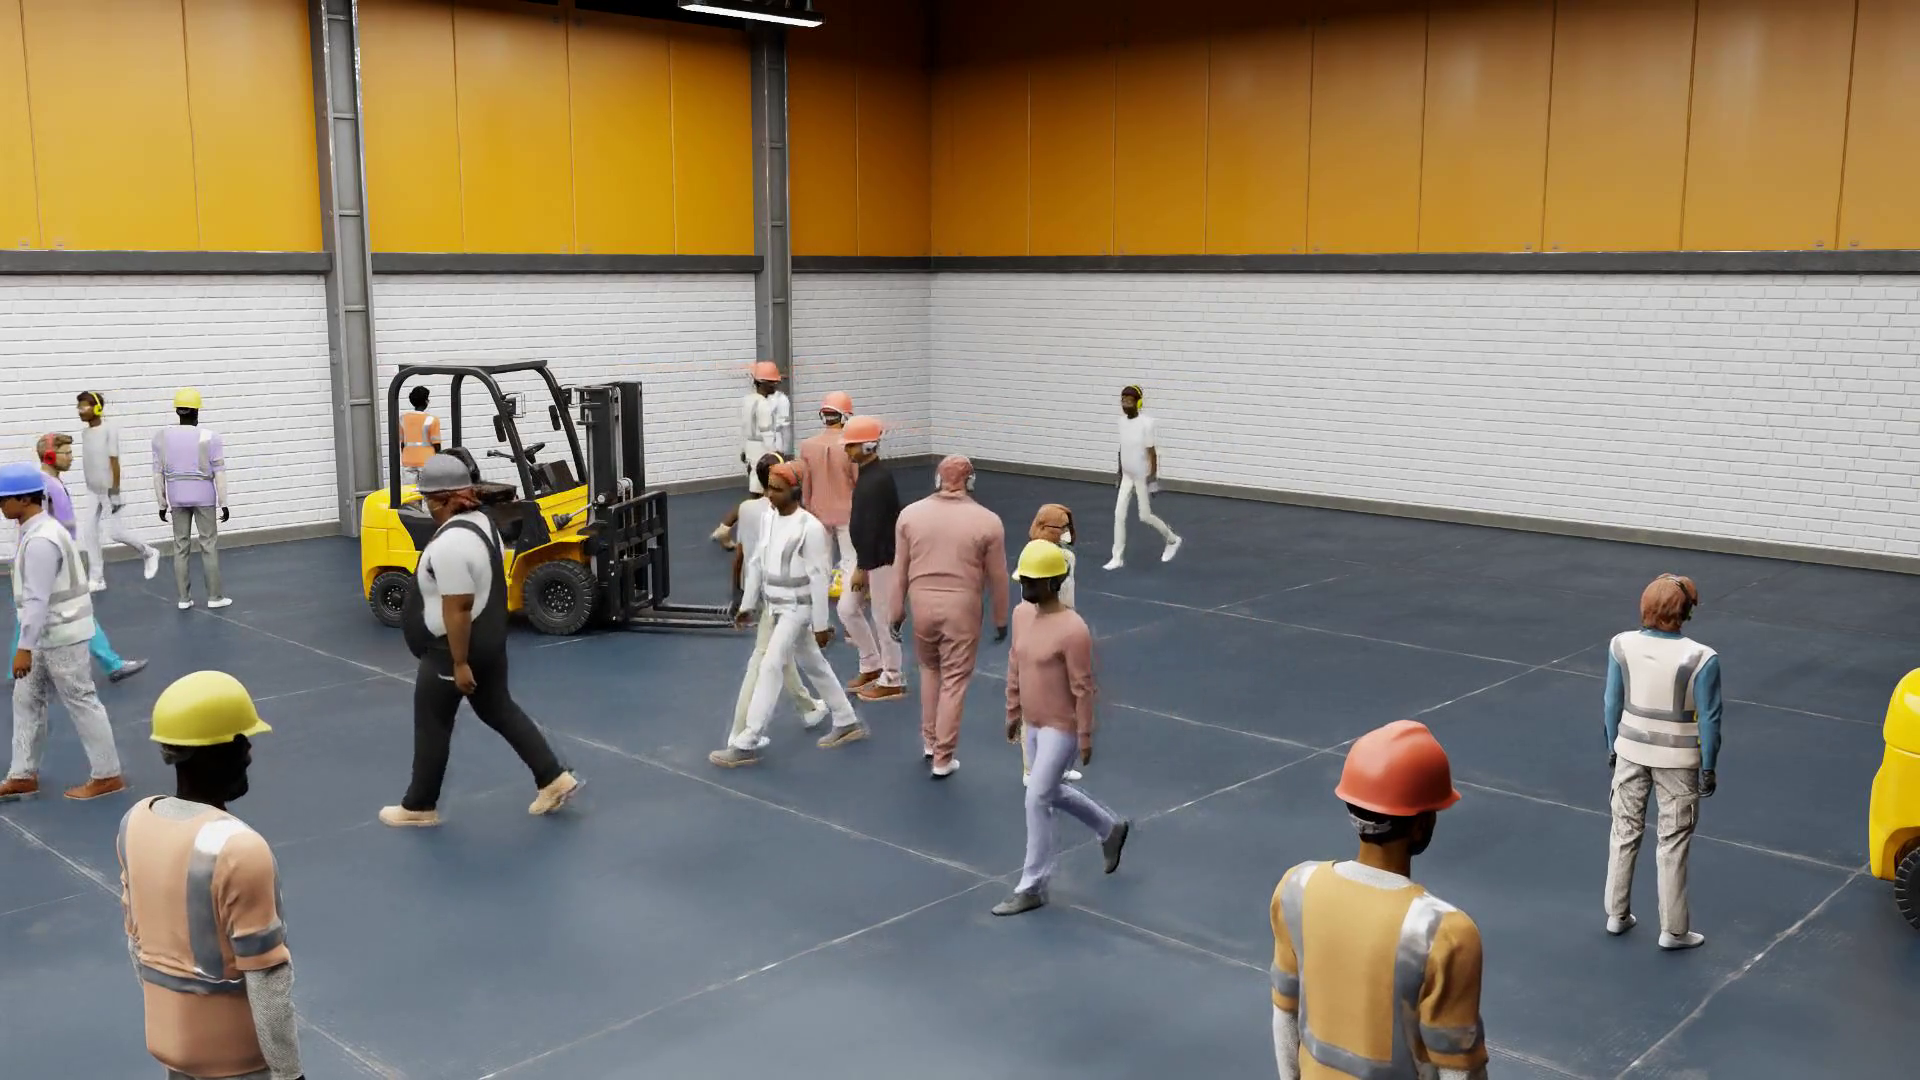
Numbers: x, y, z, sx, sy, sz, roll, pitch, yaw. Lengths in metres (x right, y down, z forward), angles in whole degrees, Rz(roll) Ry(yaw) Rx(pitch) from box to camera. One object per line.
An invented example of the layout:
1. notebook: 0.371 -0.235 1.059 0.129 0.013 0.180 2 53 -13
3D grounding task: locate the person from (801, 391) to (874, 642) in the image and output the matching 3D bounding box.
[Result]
1. person: -0.964 -0.181 13.173 0.609 1.993 0.382 4 10 23

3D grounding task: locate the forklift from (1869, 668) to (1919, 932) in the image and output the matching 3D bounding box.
1. forklift: 5.205 0.723 7.013 2.313 2.155 1.214 9 13 43

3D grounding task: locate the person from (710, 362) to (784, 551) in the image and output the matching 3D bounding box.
1. person: -2.143 -0.859 17.344 0.999 1.997 0.631 -3 10 -15

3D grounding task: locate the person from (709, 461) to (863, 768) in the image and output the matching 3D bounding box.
1. person: -1.007 0.424 9.989 1.042 1.828 0.582 -5 11 -29

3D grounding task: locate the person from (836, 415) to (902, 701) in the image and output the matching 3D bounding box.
1. person: -0.623 0.134 11.298 0.522 1.970 0.606 -3 10 -17

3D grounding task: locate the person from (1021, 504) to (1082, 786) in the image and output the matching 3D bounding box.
1. person: 0.520 0.602 9.469 0.286 1.633 0.499 6 11 32

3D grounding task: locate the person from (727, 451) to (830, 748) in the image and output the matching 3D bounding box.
1. person: -1.097 0.359 10.349 0.967 1.823 0.558 -8 13 -42

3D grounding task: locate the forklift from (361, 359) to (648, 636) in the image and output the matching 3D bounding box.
1. forklift: -3.850 -0.407 13.936 2.313 2.155 1.214 2 9 11

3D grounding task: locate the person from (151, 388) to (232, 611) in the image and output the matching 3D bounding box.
1. person: -6.639 -0.349 14.398 0.595 1.925 0.371 -1 9 -7

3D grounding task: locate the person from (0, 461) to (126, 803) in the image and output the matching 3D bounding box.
1. person: -5.062 0.528 9.079 0.851 1.906 0.630 -6 11 -32

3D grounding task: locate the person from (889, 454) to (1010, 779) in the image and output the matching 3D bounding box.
1. person: -0.034 0.426 9.778 0.685 1.876 0.709 3 10 16

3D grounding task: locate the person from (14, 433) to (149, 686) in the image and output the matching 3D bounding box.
1. person: -6.262 0.149 11.727 0.940 1.794 0.591 -4 10 -22

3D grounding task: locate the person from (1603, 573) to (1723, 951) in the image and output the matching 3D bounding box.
1. person: 3.041 0.961 7.235 0.309 1.644 0.516 -8 12 -40

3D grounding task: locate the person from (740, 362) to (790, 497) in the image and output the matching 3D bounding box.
1. person: -2.178 -1.036 18.655 0.547 1.921 0.418 5 10 28

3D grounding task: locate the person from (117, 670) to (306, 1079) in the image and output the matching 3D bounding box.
1. person: -1.925 1.289 4.356 0.587 1.928 0.362 6 11 32

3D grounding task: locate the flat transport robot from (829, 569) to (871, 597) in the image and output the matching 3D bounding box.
1. flat transport robot: -0.805 0.306 15.447 0.652 0.197 1.431 1 9 6

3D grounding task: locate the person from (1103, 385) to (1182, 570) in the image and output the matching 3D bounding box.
1. person: 1.793 -0.629 16.460 0.846 1.830 0.579 -7 12 -38

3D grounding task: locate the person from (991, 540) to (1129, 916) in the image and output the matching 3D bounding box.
1. person: 0.478 0.835 7.747 0.784 1.736 0.528 -6 11 -31

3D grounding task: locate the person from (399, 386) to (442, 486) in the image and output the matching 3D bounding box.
1. person: -5.832 -0.820 18.020 0.525 1.689 0.320 2 10 15

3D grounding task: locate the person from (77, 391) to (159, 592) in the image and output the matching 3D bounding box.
1. person: -7.812 -0.458 15.301 0.520 1.854 0.743 4 10 25

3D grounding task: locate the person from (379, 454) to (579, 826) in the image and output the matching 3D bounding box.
1. person: -2.558 0.506 8.812 0.978 2.000 0.689 1 9 5

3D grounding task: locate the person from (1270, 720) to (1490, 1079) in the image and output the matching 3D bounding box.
1. person: 0.973 1.366 3.854 0.355 1.939 0.544 -8 13 -42
